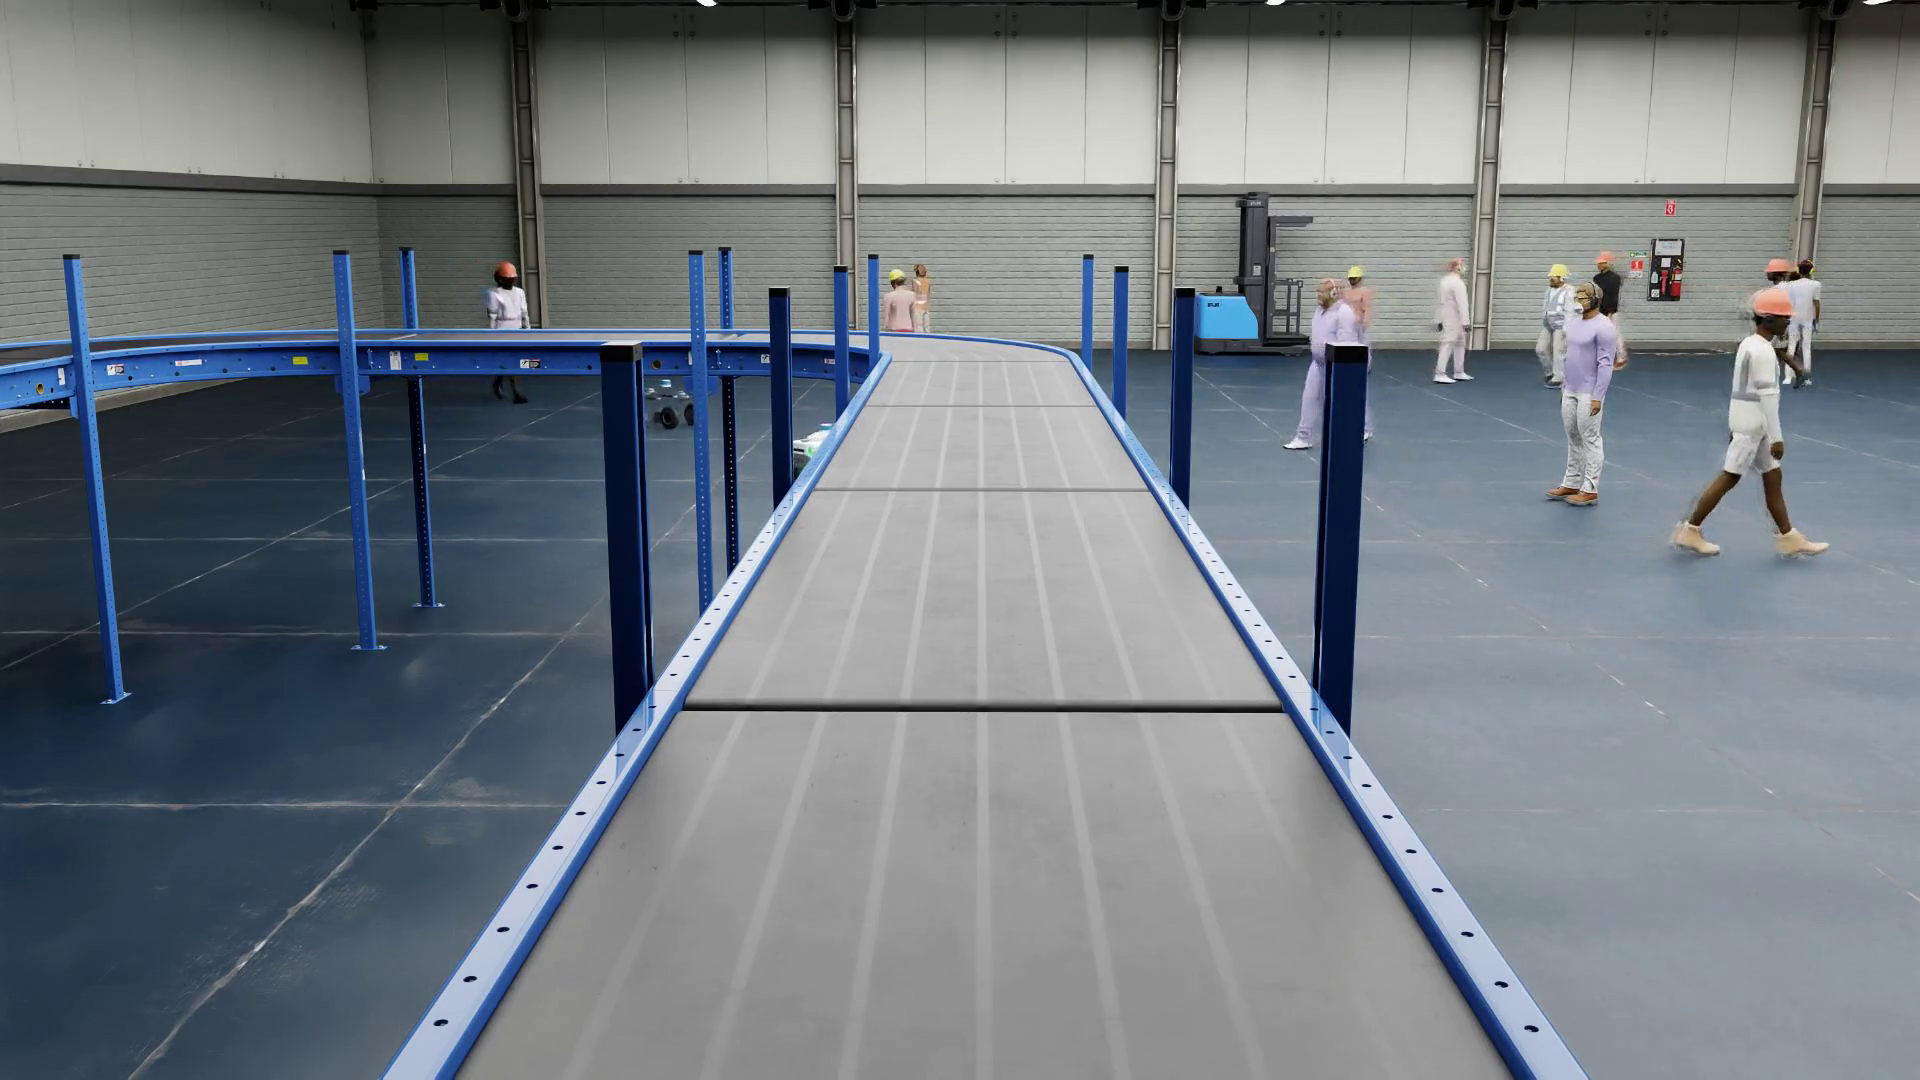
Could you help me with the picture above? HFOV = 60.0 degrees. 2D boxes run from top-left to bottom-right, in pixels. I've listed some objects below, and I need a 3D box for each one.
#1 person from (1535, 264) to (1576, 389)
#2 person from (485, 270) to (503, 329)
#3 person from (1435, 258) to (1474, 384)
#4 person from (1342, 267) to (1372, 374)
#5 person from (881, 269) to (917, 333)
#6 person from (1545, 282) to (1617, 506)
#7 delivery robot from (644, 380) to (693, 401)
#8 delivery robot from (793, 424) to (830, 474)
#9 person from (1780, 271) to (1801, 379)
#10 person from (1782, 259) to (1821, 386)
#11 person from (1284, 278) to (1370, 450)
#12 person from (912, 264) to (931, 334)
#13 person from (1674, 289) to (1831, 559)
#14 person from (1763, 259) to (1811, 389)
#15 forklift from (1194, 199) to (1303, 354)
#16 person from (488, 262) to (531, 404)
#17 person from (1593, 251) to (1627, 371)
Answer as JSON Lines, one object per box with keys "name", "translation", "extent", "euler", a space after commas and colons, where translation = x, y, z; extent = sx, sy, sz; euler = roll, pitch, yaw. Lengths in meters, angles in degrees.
{"name": "person", "translation": [8.740, -3.132, 24.399], "extent": [0.430, 1.819, 0.598], "euler": [-5, 12, -23]}
{"name": "person", "translation": [-7.419, -3.507, 26.713], "extent": [0.712, 1.676, 0.534], "euler": [11, 15, 44]}
{"name": "person", "translation": [7.562, -3.307, 25.111], "extent": [0.773, 1.880, 0.668], "euler": [0, 11, 1]}
{"name": "person", "translation": [6.293, -3.471, 26.405], "extent": [0.535, 1.716, 0.946], "euler": [10, 15, 43]}
{"name": "person", "translation": [-0.889, -3.041, 24.078], "extent": [0.555, 1.751, 0.365], "euler": [-6, 12, -28]}
{"name": "person", "translation": [5.471, -1.285, 14.596], "extent": [0.372, 1.940, 0.632], "euler": [-2, 11, -11]}
{"name": "delivery robot", "translation": [-3.545, -1.819, 20.101], "extent": [0.698, 0.223, 0.335], "euler": [7, 13, 33]}
{"name": "delivery robot", "translation": [-1.282, -0.863, 15.860], "extent": [0.477, 0.478, 0.707], "euler": [10, 15, 42]}
{"name": "person", "translation": [12.926, -3.370, 25.971], "extent": [0.636, 1.678, 0.546], "euler": [8, 14, 36]}
{"name": "person", "translation": [12.592, -3.259, 24.910], "extent": [0.518, 1.874, 0.327], "euler": [6, 12, 28]}
{"name": "person", "translation": [4.053, -1.911, 18.052], "extent": [1.023, 1.858, 0.633], "euler": [-6, 13, -30]}
{"name": "person", "translation": [-0.720, -4.234, 30.516], "extent": [0.307, 1.639, 0.525], "euler": [7, 13, 32]}
{"name": "person", "translation": [5.841, -0.838, 12.186], "extent": [1.072, 1.986, 0.632], "euler": [4, 12, 19]}
{"name": "person", "translation": [11.877, -3.111, 24.078], "extent": [0.886, 1.912, 0.561], "euler": [5, 12, 22]}
{"name": "forklift", "translation": [5.313, -4.851, 30.603], "extent": [1.873, 2.768, 1.129], "euler": [0, 11, 1]}
{"name": "person", "translation": [-6.202, -2.839, 22.697], "extent": [0.897, 1.904, 0.547], "euler": [8, 14, 36]}
{"name": "person", "translation": [10.557, -3.736, 27.176], "extent": [1.007, 1.955, 0.618], "euler": [-5, 12, -25]}
